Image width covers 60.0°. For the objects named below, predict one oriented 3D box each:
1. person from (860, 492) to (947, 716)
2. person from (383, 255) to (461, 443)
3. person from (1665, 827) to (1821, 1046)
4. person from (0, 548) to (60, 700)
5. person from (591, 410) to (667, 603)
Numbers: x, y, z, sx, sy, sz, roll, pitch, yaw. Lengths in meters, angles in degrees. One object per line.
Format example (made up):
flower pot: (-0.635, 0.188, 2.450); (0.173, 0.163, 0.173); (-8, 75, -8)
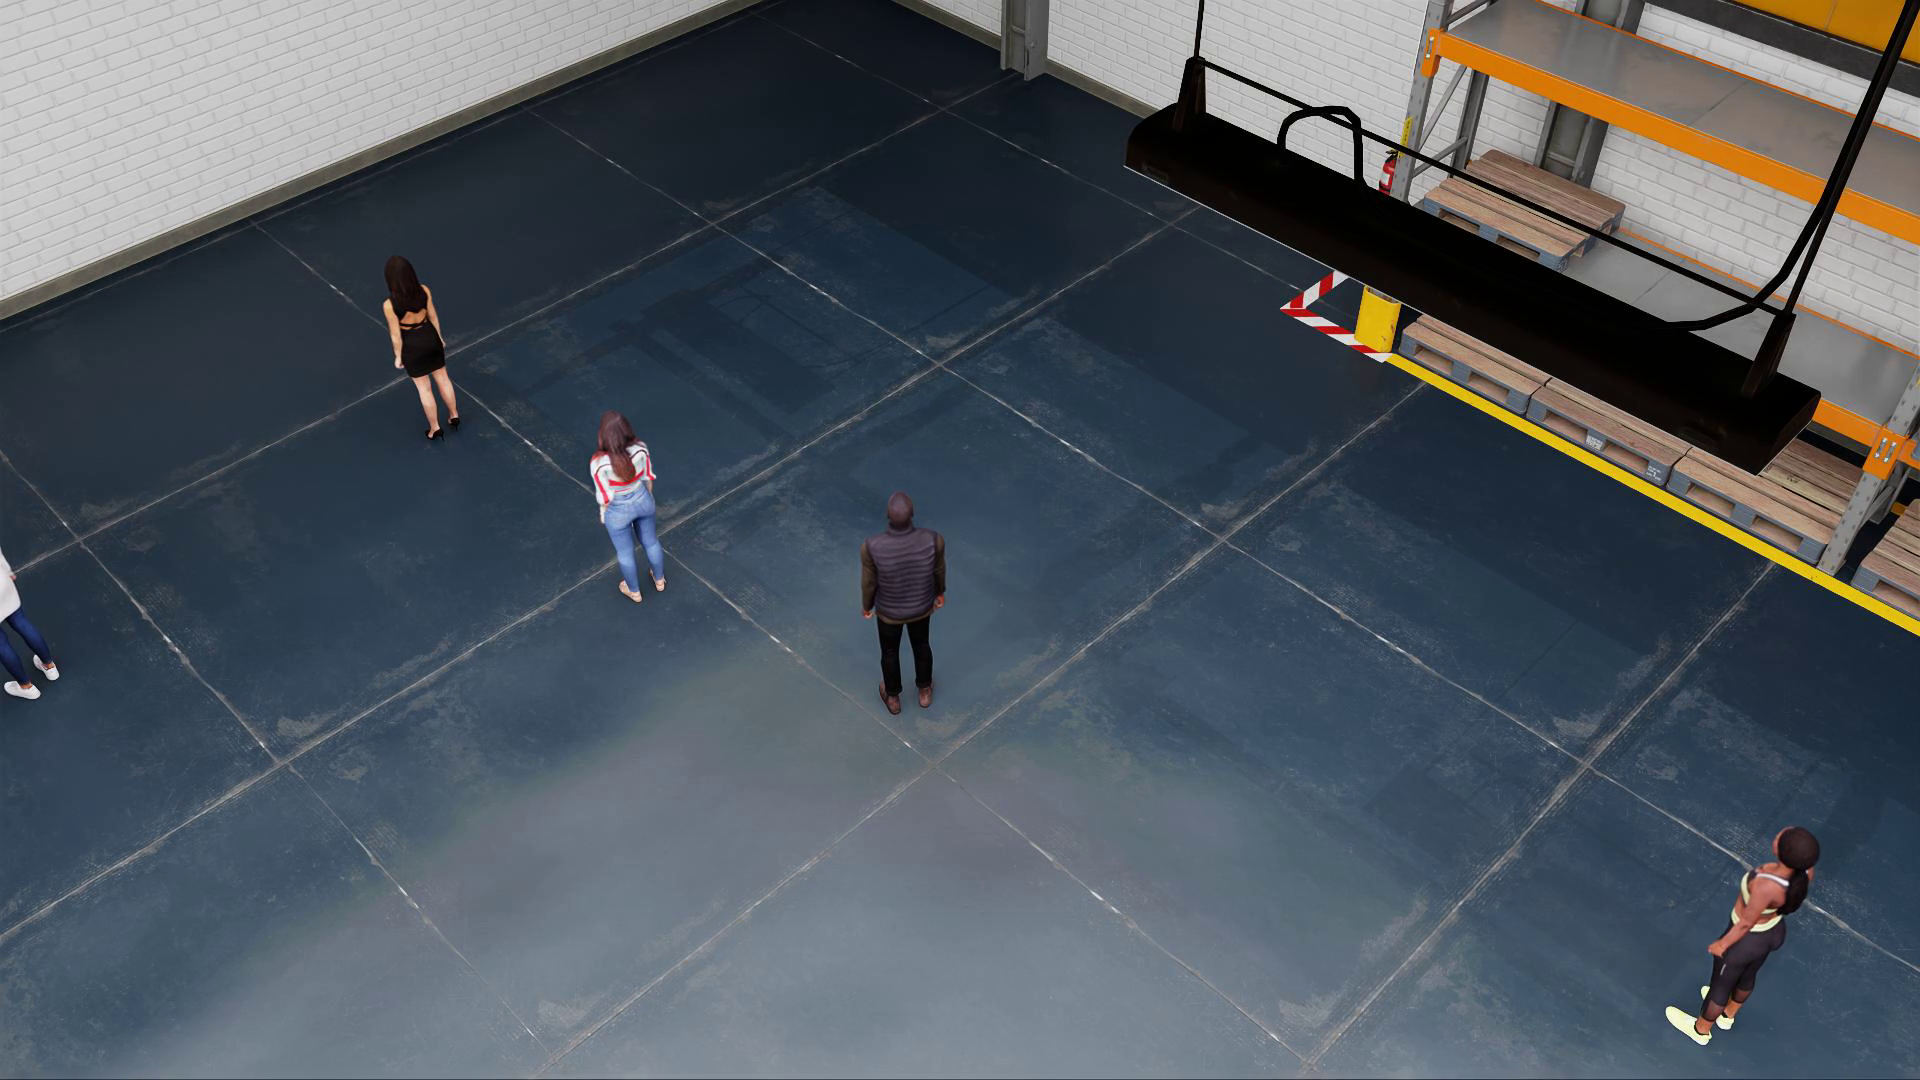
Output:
person: (-0.361, 0.402, 10.574); (0.781, 1.836, 0.770); (-9, 44, -10)
person: (-4.096, -1.450, 12.653); (0.562, 1.650, 0.474); (-33, 53, -30)
person: (4.214, 2.113, 8.838); (0.621, 1.754, 0.607); (-18, 47, -18)
person: (-6.281, 0.331, 10.692); (0.633, 1.775, 0.678); (20, 47, 19)
person: (-2.272, -0.237, 11.406); (0.631, 1.613, 0.568); (-25, 49, -24)
